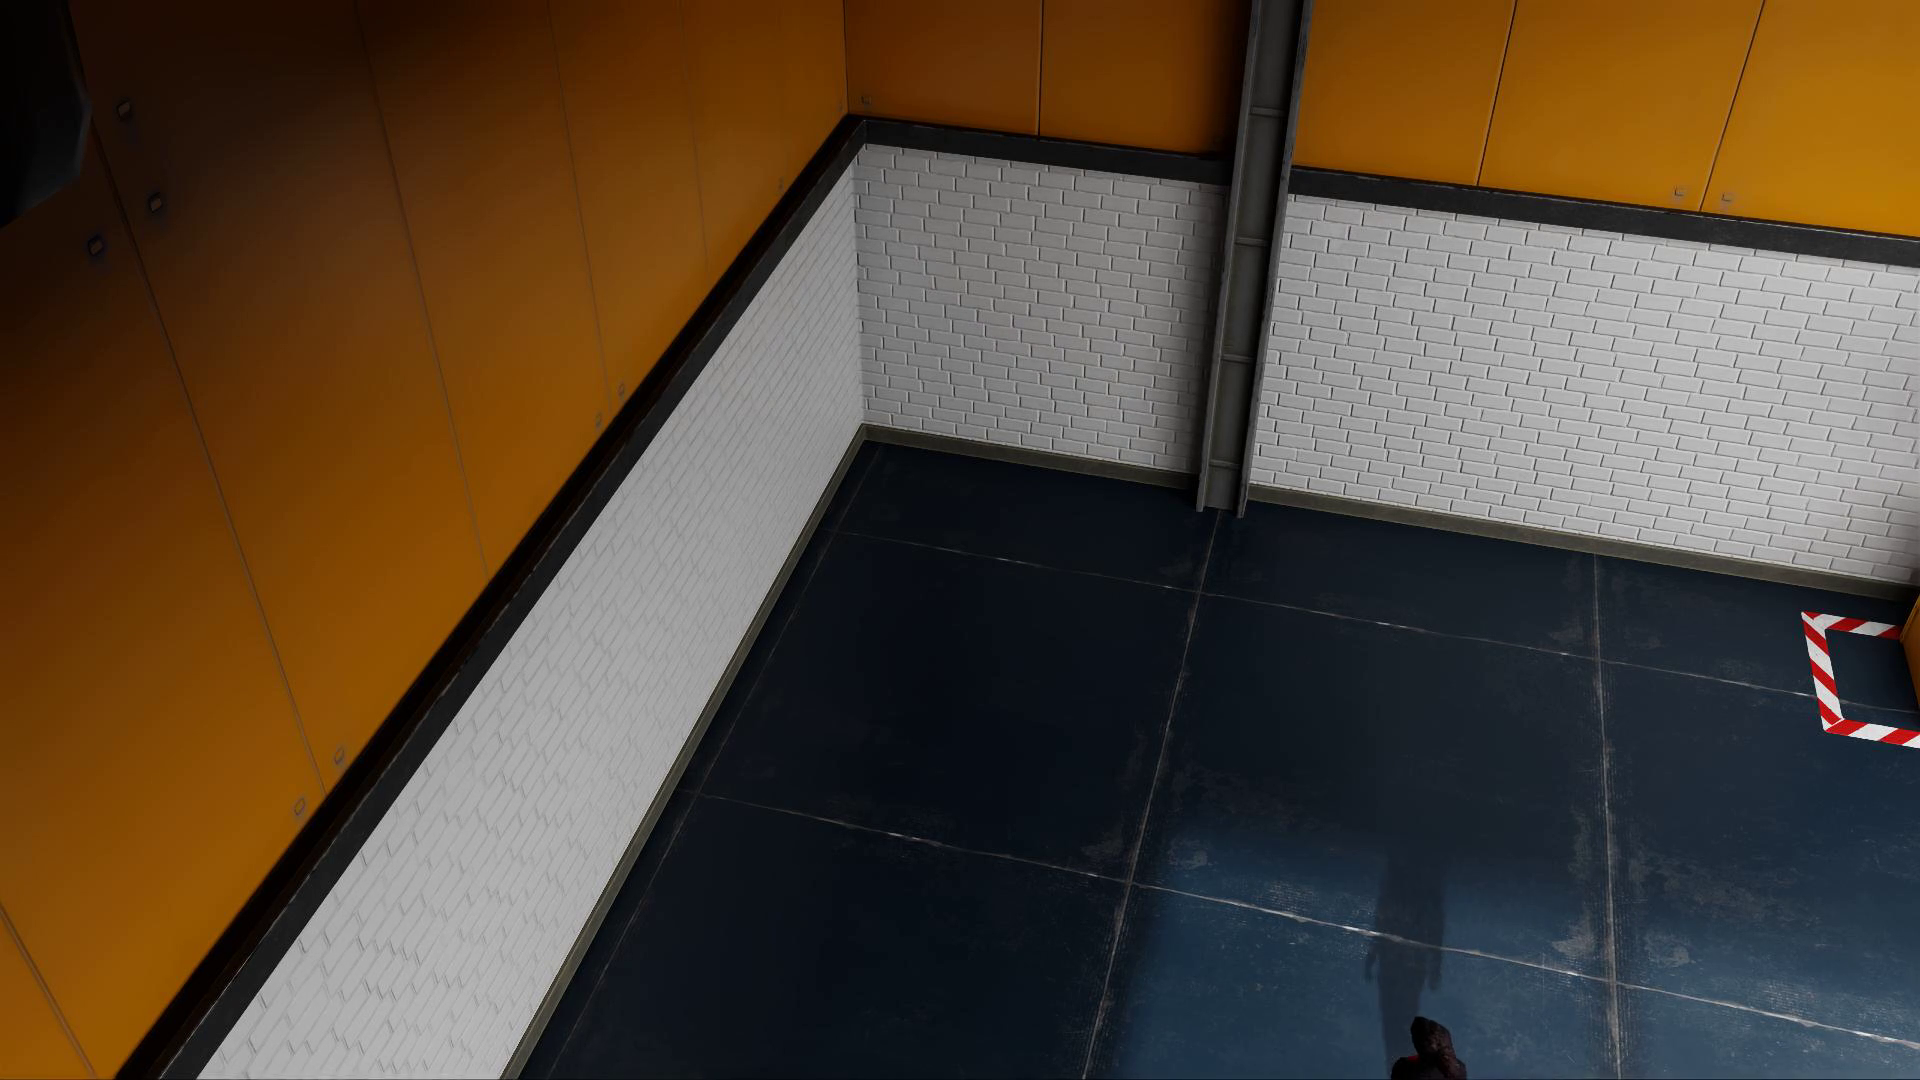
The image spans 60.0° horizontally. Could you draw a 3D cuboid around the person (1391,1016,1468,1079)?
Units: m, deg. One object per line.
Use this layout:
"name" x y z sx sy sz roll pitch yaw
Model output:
"person" 2.320 3.039 8.429 0.877 1.624 0.885 -9 39 -11
